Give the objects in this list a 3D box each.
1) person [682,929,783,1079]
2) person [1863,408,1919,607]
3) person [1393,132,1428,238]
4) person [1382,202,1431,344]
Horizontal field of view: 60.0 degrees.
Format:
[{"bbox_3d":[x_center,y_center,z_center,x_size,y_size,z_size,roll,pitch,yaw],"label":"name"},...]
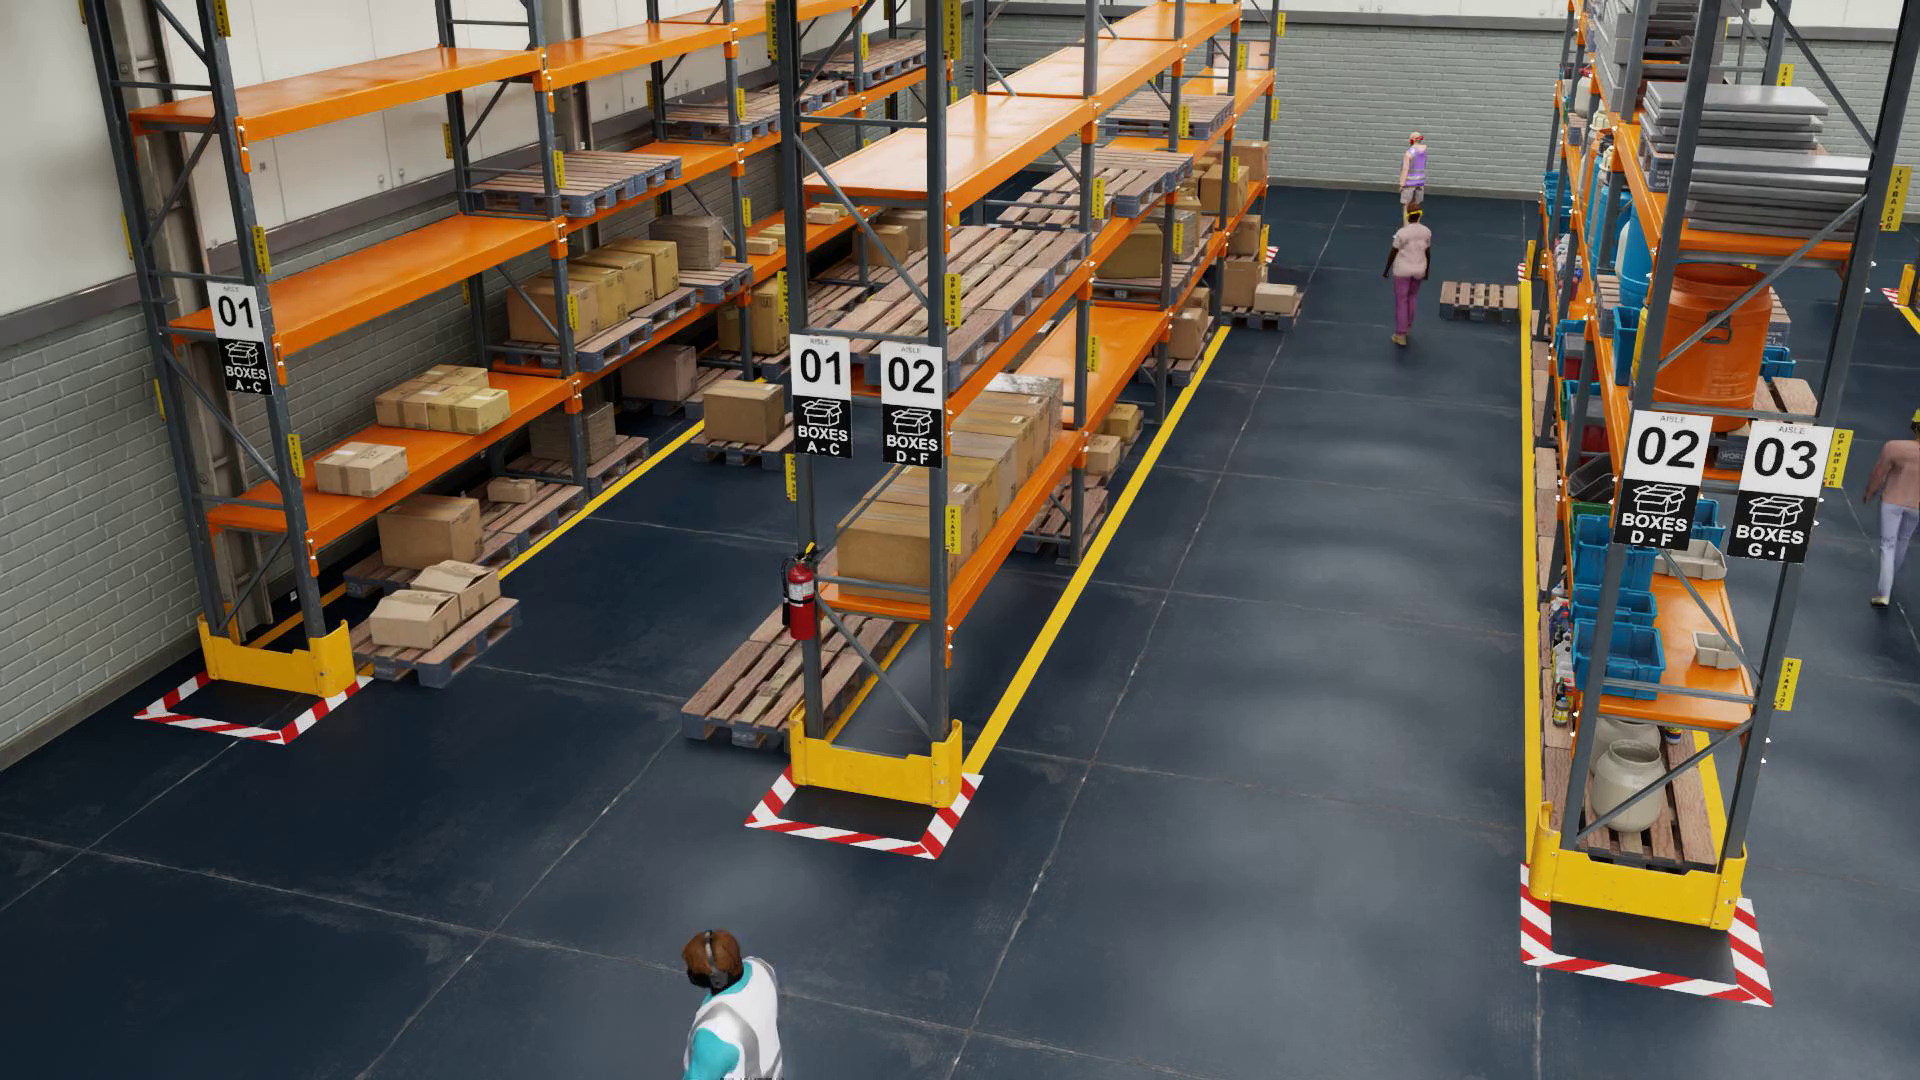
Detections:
[{"bbox_3d":[-1.115,2.504,7.460,0.935,1.787,0.610,3,24,7],"label":"person"},{"bbox_3d":[7.973,-0.306,14.045,0.532,1.718,0.908,6,24,14],"label":"person"},{"bbox_3d":[7.184,-5.622,26.420,0.488,1.688,0.350,-14,27,-29],"label":"person"},{"bbox_3d":[5.656,-3.431,21.203,0.538,1.779,0.661,-5,24,-11],"label":"person"}]
